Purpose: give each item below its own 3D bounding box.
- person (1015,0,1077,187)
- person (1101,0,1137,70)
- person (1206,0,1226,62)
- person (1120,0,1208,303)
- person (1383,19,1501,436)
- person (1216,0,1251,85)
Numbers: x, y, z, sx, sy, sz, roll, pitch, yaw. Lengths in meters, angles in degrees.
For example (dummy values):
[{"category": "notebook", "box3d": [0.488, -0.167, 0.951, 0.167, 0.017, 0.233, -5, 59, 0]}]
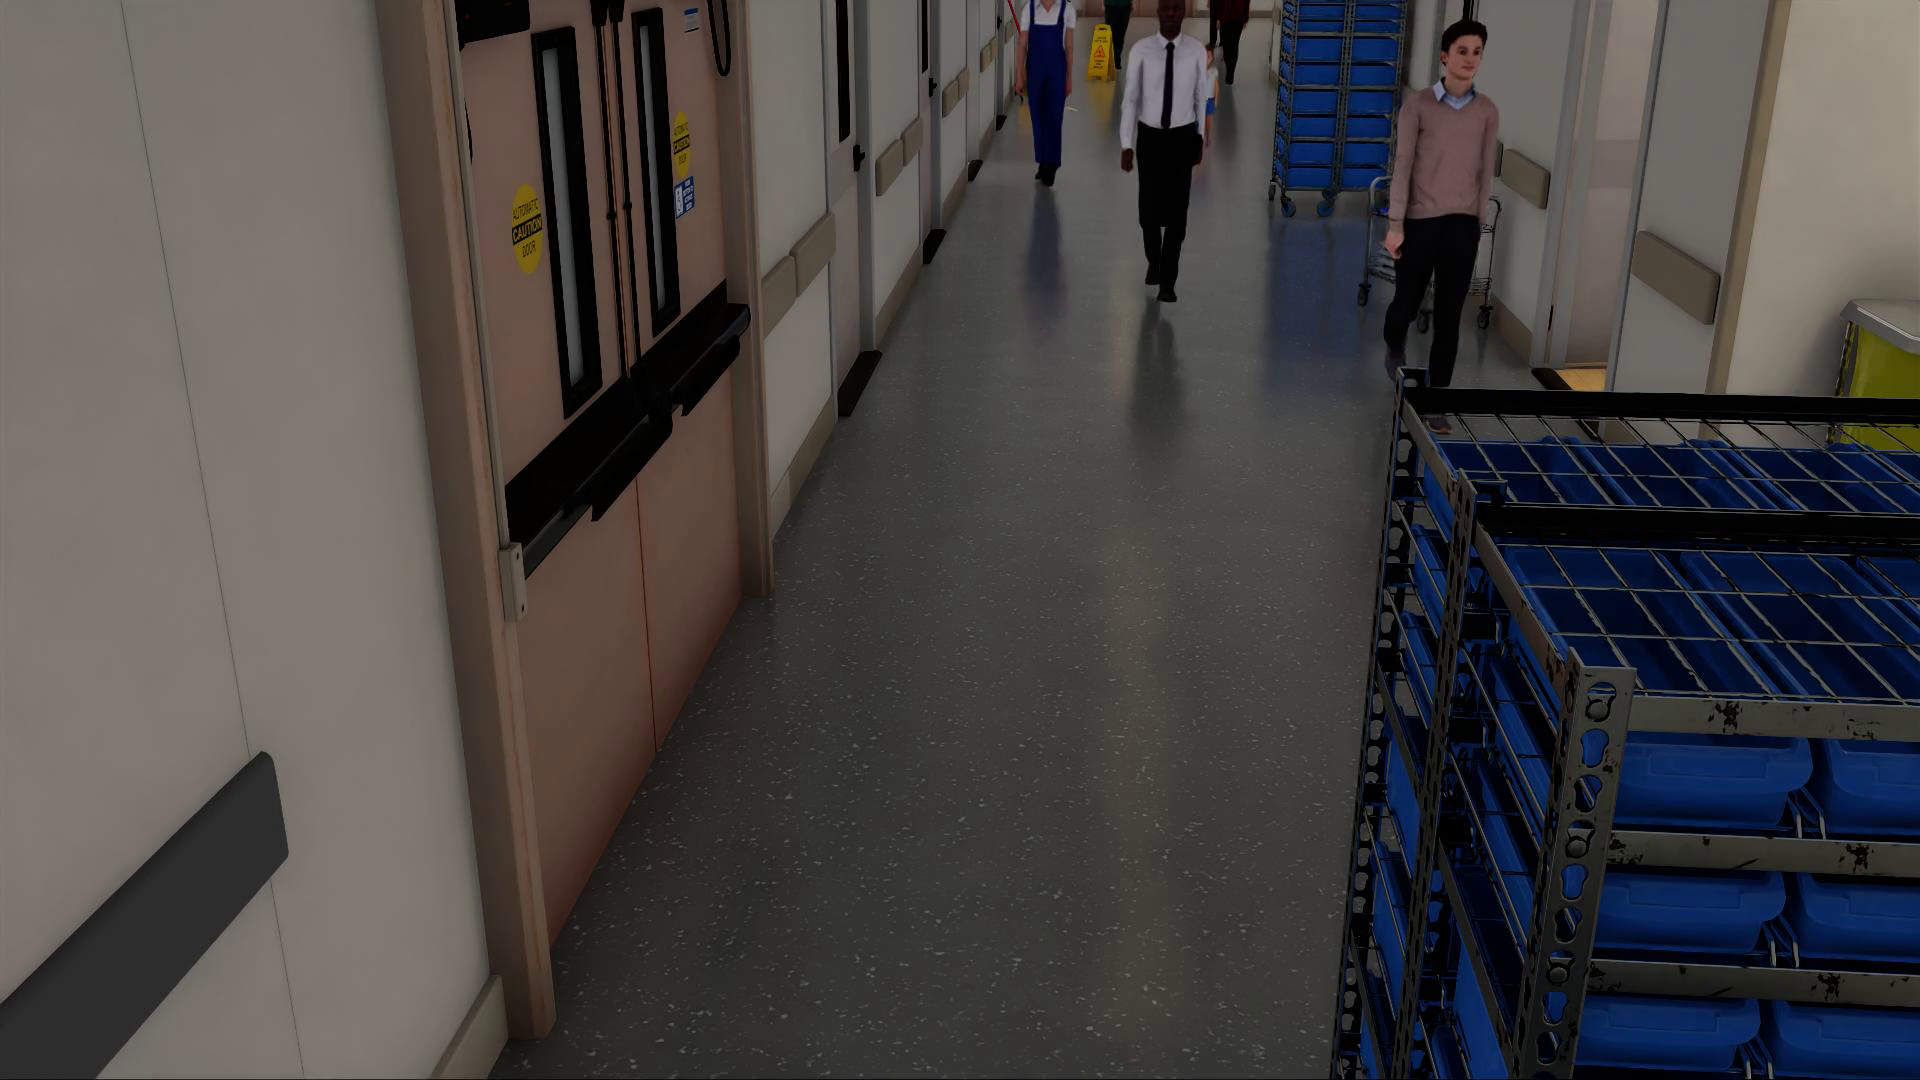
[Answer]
[{"category": "person", "box3d": [0.746, -3.989, 14.325, 0.707, 1.805, 1.183, 4, 21, 9]}, {"category": "person", "box3d": [2.321, -7.915, 24.663, 0.724, 1.819, 0.745, -4, 21, -10]}, {"category": "person", "box3d": [4.119, -8.492, 26.183, 0.674, 1.826, 0.649, 10, 23, 24]}, {"category": "person", "box3d": [1.226, -2.351, 10.035, 0.664, 1.779, 1.246, 2, 21, 6]}, {"category": "person", "box3d": [2.156, -1.433, 7.597, 0.663, 1.790, 1.071, 0, 21, 0]}, {"category": "person", "box3d": [3.681, -7.013, 22.580, 0.717, 1.612, 1.106, 5, 21, 14]}]
